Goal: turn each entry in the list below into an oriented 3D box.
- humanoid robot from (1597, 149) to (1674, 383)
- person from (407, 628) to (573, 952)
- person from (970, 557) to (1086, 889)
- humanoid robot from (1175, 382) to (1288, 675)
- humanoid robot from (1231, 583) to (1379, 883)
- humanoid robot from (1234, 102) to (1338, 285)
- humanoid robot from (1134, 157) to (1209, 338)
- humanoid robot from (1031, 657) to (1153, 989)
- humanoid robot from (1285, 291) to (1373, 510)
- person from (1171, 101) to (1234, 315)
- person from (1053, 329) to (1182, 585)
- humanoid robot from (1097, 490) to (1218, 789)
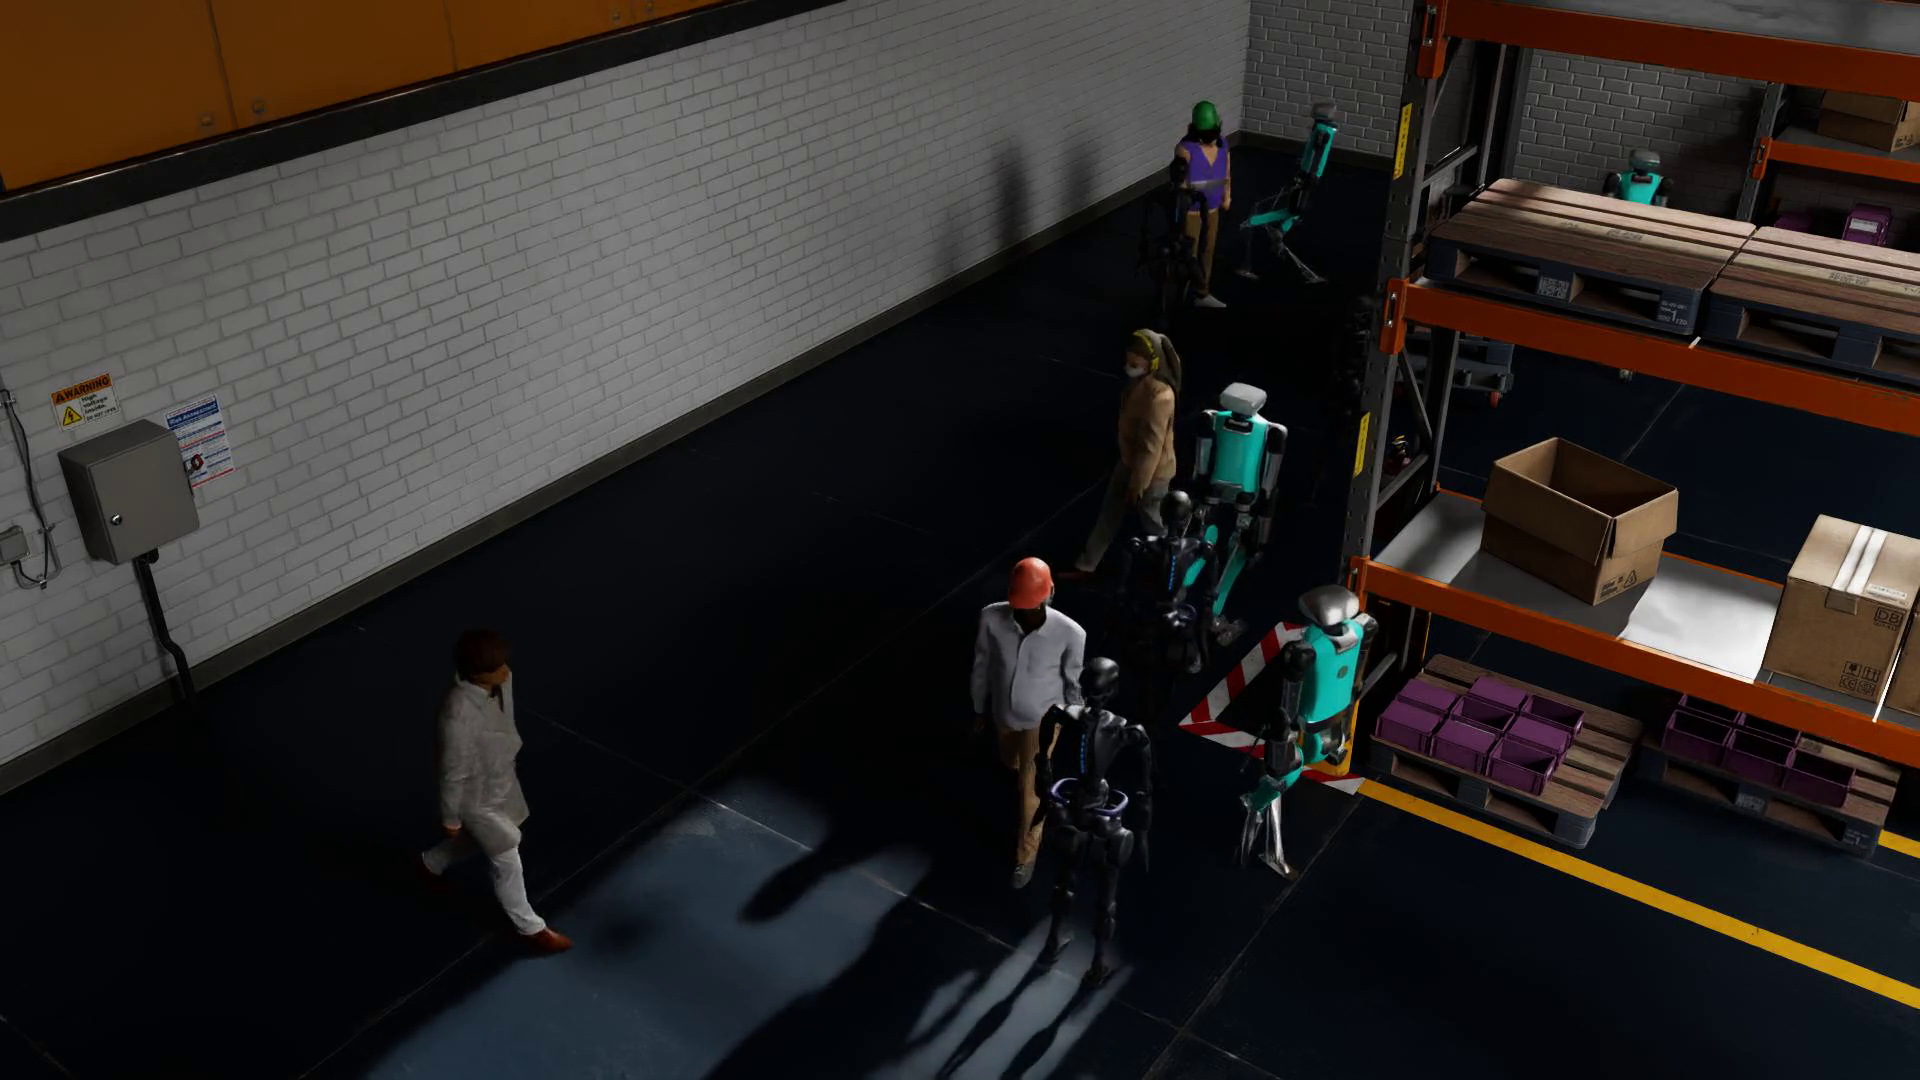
[{"bbox_3d":[5.352,-2.114,13.329,0.546,1.881,0.829,3,30,6],"label":"humanoid robot"},{"bbox_3d":[-2.253,1.116,7.587,0.768,1.794,0.525,7,31,12],"label":"person"},{"bbox_3d":[0.356,0.791,8.222,0.574,1.721,0.798,13,33,22],"label":"person"},{"bbox_3d":[1.470,0.025,9.516,0.533,1.746,0.923,15,33,24],"label":"humanoid robot"},{"bbox_3d":[1.534,0.966,8.011,0.537,1.908,0.715,-19,35,-30],"label":"humanoid robot"},{"bbox_3d":[2.860,-3.074,14.955,1.047,1.758,0.534,7,31,12],"label":"humanoid robot"},{"bbox_3d":[1.751,-2.347,13.762,0.601,1.631,0.803,2,30,4],"label":"humanoid robot"},{"bbox_3d":[0.571,1.262,7.444,0.595,1.647,0.352,14,33,23],"label":"humanoid robot"},{"bbox_3d":[2.679,-0.900,11.255,0.785,1.639,0.603,-5,30,-9],"label":"humanoid robot"},{"bbox_3d":[2.089,-2.870,14.388,0.656,1.911,0.444,-16,34,-26],"label":"person"},{"bbox_3d":[1.029,-0.479,10.306,0.878,1.827,0.613,-6,31,-11],"label":"person"},{"bbox_3d":[1.039,0.476,8.841,0.604,1.627,0.750,-1,30,-2],"label":"humanoid robot"}]
